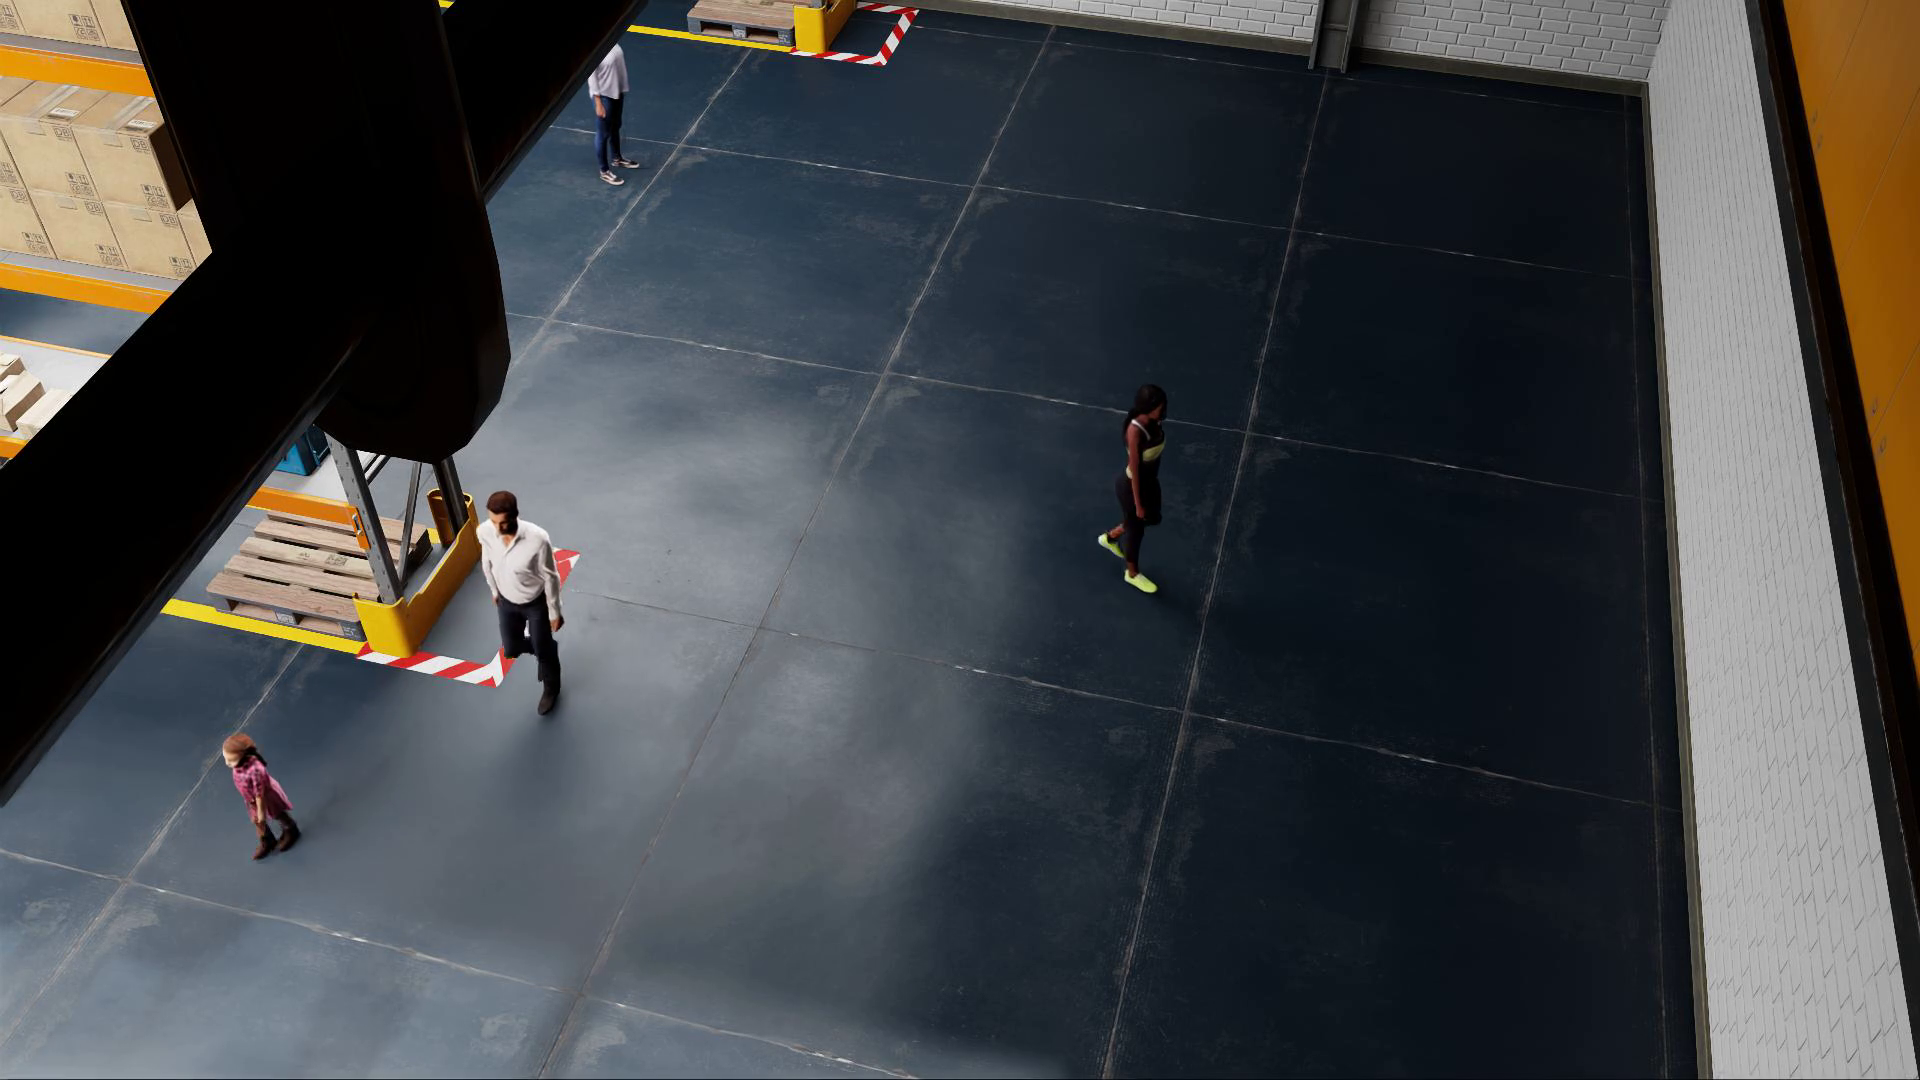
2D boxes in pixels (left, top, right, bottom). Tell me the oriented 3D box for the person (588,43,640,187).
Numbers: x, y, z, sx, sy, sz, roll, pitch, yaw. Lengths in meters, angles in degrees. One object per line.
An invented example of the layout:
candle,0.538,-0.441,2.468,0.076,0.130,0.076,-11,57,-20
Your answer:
person,-3.297,-4.169,15.409,0.618,1.714,0.653,15,45,15

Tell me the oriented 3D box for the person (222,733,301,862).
person,-4.152,1.491,9.976,0.522,1.013,0.561,24,48,23

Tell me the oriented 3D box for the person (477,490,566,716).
person,-2.734,0.317,10.600,0.643,1.852,0.746,9,44,9

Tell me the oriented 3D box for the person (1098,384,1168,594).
person,1.162,-0.381,11.410,0.835,1.744,0.706,23,48,22
